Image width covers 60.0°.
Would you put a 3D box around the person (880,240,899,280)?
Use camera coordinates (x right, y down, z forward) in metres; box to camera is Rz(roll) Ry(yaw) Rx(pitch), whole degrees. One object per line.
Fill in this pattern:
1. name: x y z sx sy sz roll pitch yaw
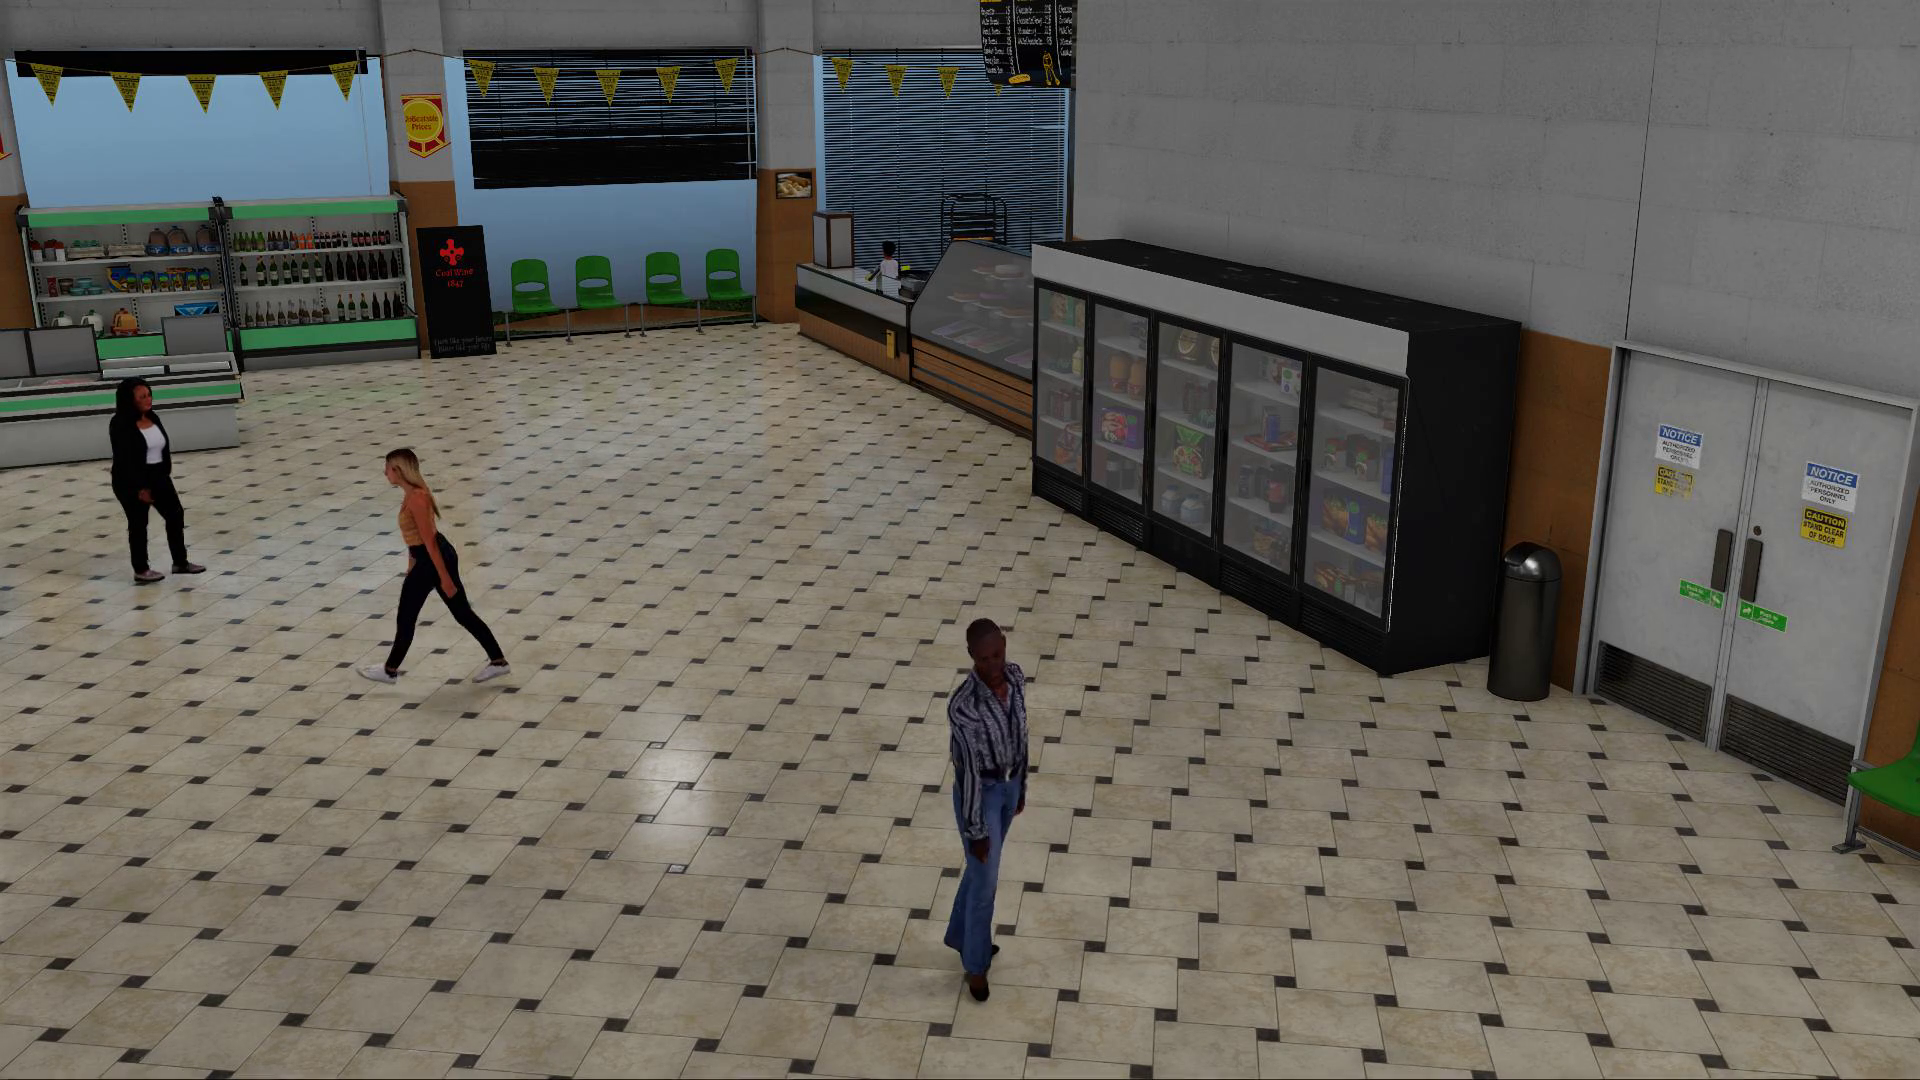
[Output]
1. person: -1.019 -3.683 23.975 0.498 1.261 0.596 -14 22 -38

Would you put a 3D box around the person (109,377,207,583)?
1. person: -6.323 -0.441 12.714 0.899 1.601 0.836 4 17 12

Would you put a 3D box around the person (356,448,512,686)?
1. person: -3.265 0.224 10.594 1.234 1.562 0.772 -5 18 -15

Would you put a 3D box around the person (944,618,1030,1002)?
1. person: 0.102 1.144 7.220 0.891 1.761 0.798 6 18 18
